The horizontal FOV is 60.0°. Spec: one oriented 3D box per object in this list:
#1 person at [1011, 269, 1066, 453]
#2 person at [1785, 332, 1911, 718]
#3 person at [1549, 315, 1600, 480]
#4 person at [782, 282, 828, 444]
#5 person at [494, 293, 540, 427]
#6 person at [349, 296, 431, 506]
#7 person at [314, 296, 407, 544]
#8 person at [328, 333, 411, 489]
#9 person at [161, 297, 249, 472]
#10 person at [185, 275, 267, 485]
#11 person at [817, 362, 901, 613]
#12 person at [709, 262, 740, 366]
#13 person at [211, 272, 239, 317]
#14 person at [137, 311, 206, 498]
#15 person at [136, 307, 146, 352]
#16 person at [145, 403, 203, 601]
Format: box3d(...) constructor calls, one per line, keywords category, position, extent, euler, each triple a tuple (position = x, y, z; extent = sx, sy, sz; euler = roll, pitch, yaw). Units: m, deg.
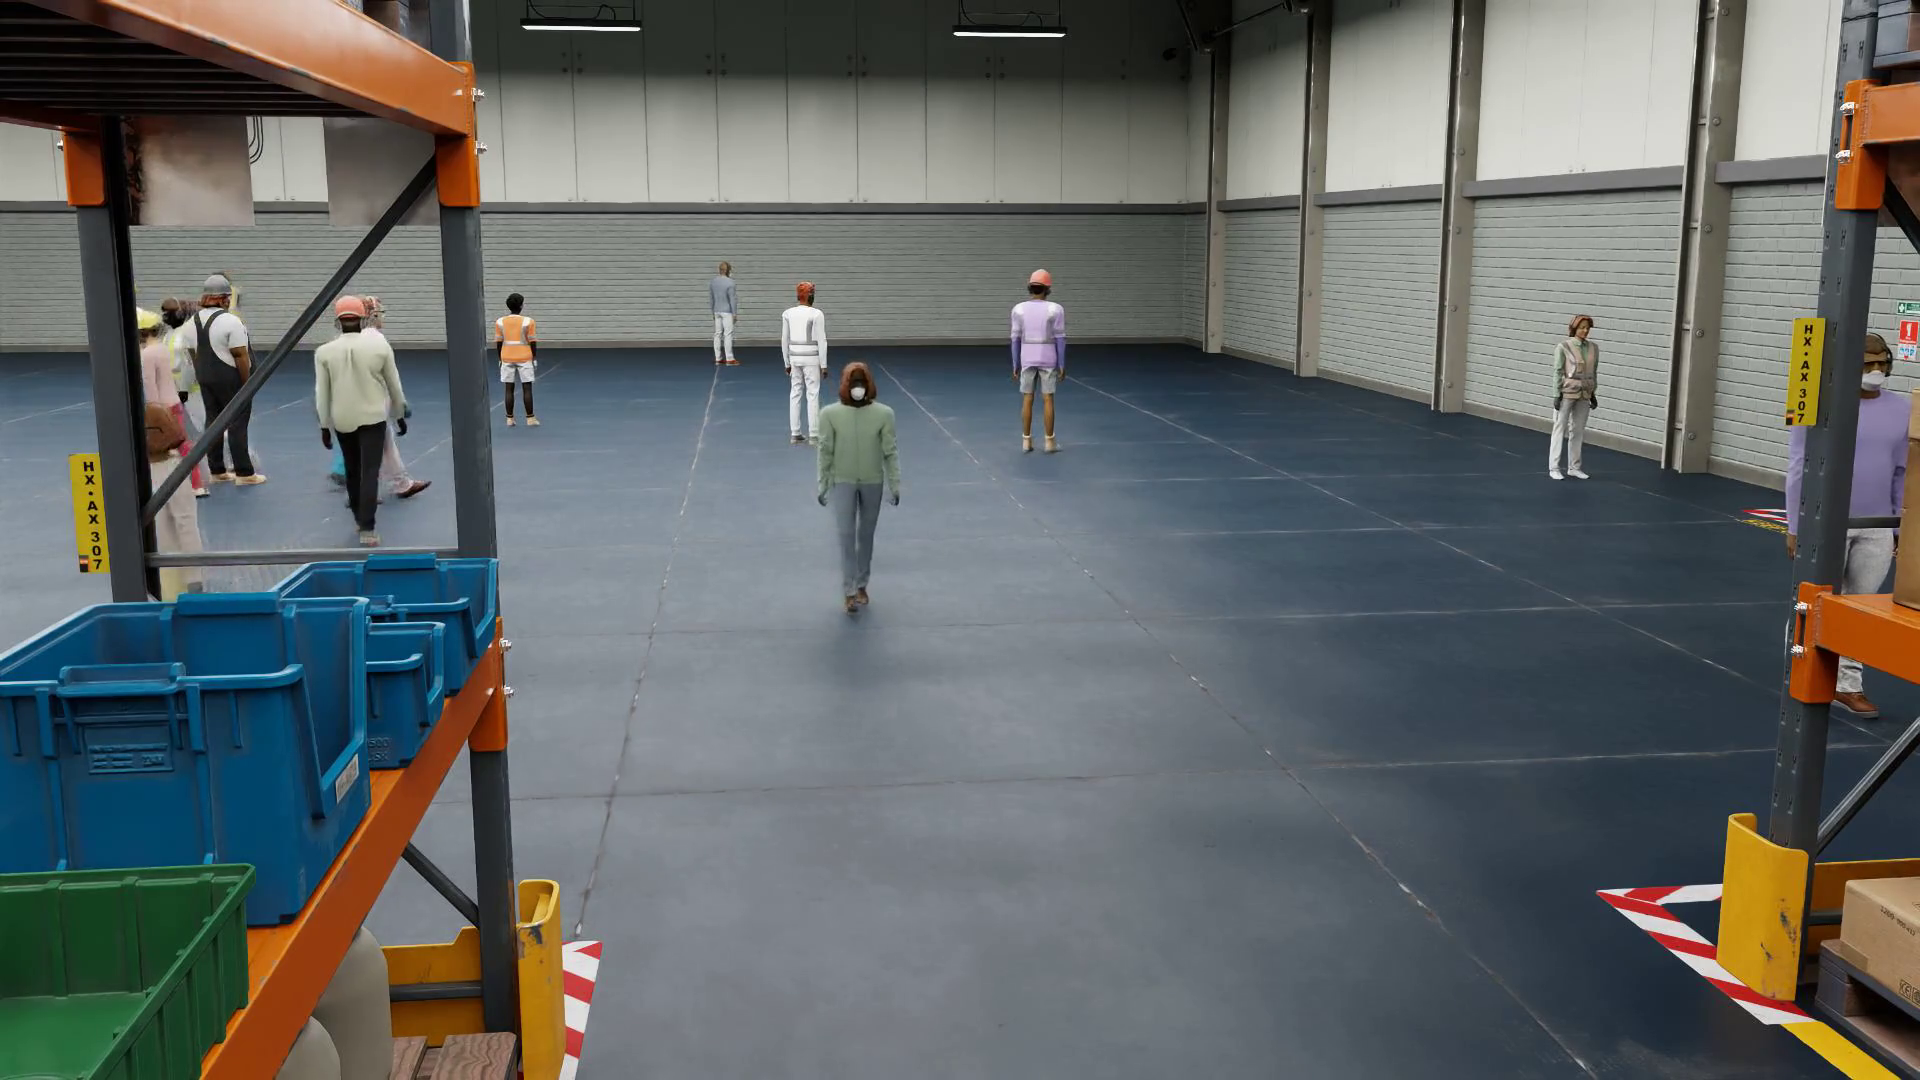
box3d(category="person", position=(0.886, -1.987, 18.561), extent=(0.615, 2.040, 0.391), euler=(3, 11, 16))
box3d(category="person", position=(4.430, -0.064, 8.303), extent=(0.635, 1.937, 0.354), euler=(-1, 10, -3))
box3d(category="person", position=(6.107, -1.414, 16.524), extent=(0.515, 1.640, 0.315), euler=(-3, 11, -18))
box3d(category="person", position=(-1.797, -2.053, 19.357), extent=(0.585, 1.882, 0.337), euler=(6, 12, 28))
box3d(category="person", position=(-5.607, -2.270, 21.058), extent=(0.536, 1.696, 0.321), euler=(1, 10, 3))
box3d(category="person", position=(-5.208, -1.251, 15.013), extent=(0.886, 1.871, 0.665), euler=(-9, 14, -40))
box3d(category="person", position=(-4.764, -0.960, 13.235), extent=(0.629, 1.941, 1.045), euler=(-1, 10, -7))
box3d(category="person", position=(-5.610, -1.343, 15.695), extent=(0.871, 1.784, 0.591), euler=(0, 10, 2))
box3d(category="person", position=(-7.737, -1.541, 16.784), extent=(0.618, 1.808, 0.891), euler=(8, 13, 39))
box3d(category="person", position=(-7.124, -1.554, 16.193), extent=(0.684, 2.000, 0.538), euler=(4, 11, 23))
box3d(category="person", position=(-0.634, -0.327, 10.655), extent=(0.523, 1.592, 0.801), euler=(-2, 11, -11))
box3d(category="person", position=(-4.423, -4.233, 31.180), extent=(0.628, 1.931, 0.375), euler=(8, 13, 36))
box3d(category="person", position=(-12.998, -3.838, 29.420), extent=(0.971, 1.797, 0.637), euler=(6, 12, 31))
box3d(category="person", position=(-7.394, -1.219, 15.224), extent=(0.882, 1.723, 0.537), euler=(1, 10, 3))
box3d(category="person", position=(-10.305, -2.261, 20.538), extent=(0.611, 1.878, 1.006), euler=(-1, 10, -7))
box3d(category="person", position=(-3.863, 0.146, 8.026), extent=(0.344, 1.622, 0.504), euler=(-8, 13, -38))
